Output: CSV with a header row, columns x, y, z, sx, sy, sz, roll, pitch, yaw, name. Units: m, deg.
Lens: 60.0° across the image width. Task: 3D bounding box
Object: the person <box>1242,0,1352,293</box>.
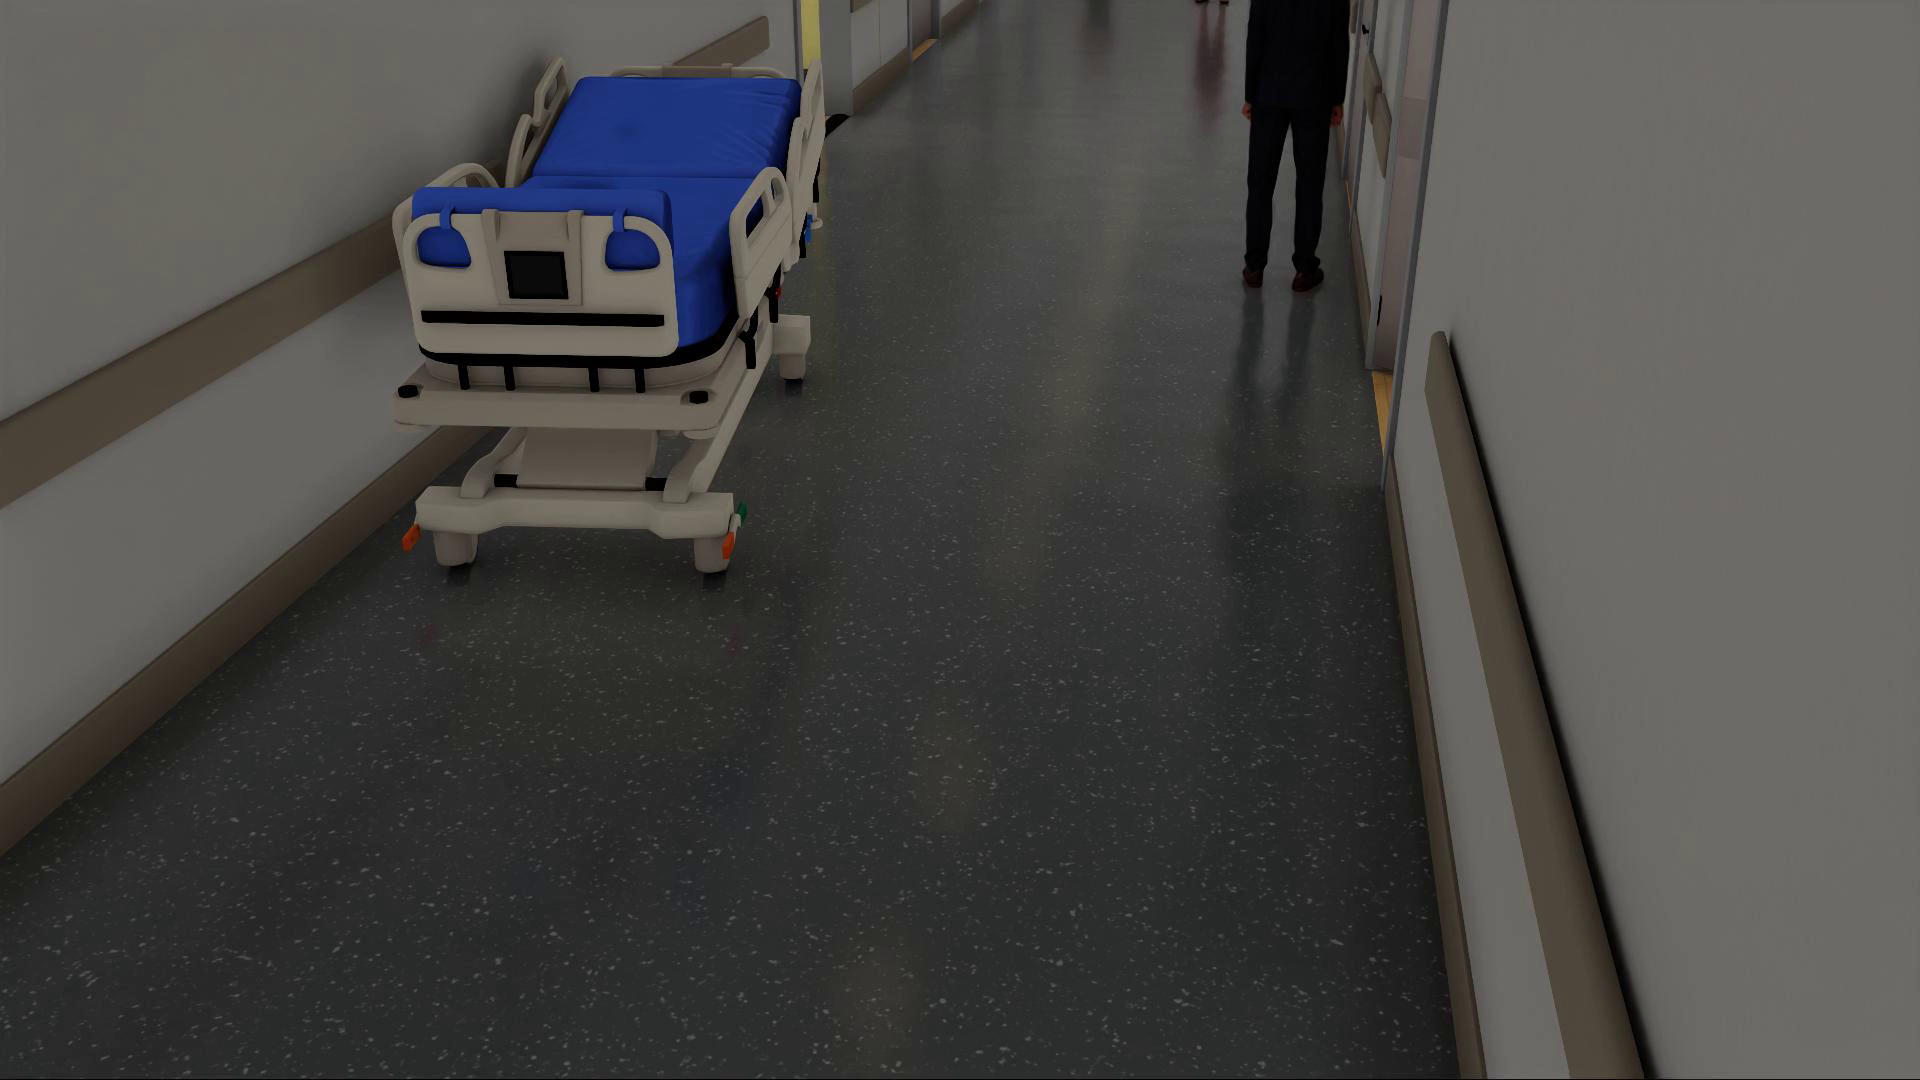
x,y,z,sx,sy,sz,roll,pitch,yaw,name
1.599,-2.146,8.004,0.536,1.866,0.719,7,27,14,person
